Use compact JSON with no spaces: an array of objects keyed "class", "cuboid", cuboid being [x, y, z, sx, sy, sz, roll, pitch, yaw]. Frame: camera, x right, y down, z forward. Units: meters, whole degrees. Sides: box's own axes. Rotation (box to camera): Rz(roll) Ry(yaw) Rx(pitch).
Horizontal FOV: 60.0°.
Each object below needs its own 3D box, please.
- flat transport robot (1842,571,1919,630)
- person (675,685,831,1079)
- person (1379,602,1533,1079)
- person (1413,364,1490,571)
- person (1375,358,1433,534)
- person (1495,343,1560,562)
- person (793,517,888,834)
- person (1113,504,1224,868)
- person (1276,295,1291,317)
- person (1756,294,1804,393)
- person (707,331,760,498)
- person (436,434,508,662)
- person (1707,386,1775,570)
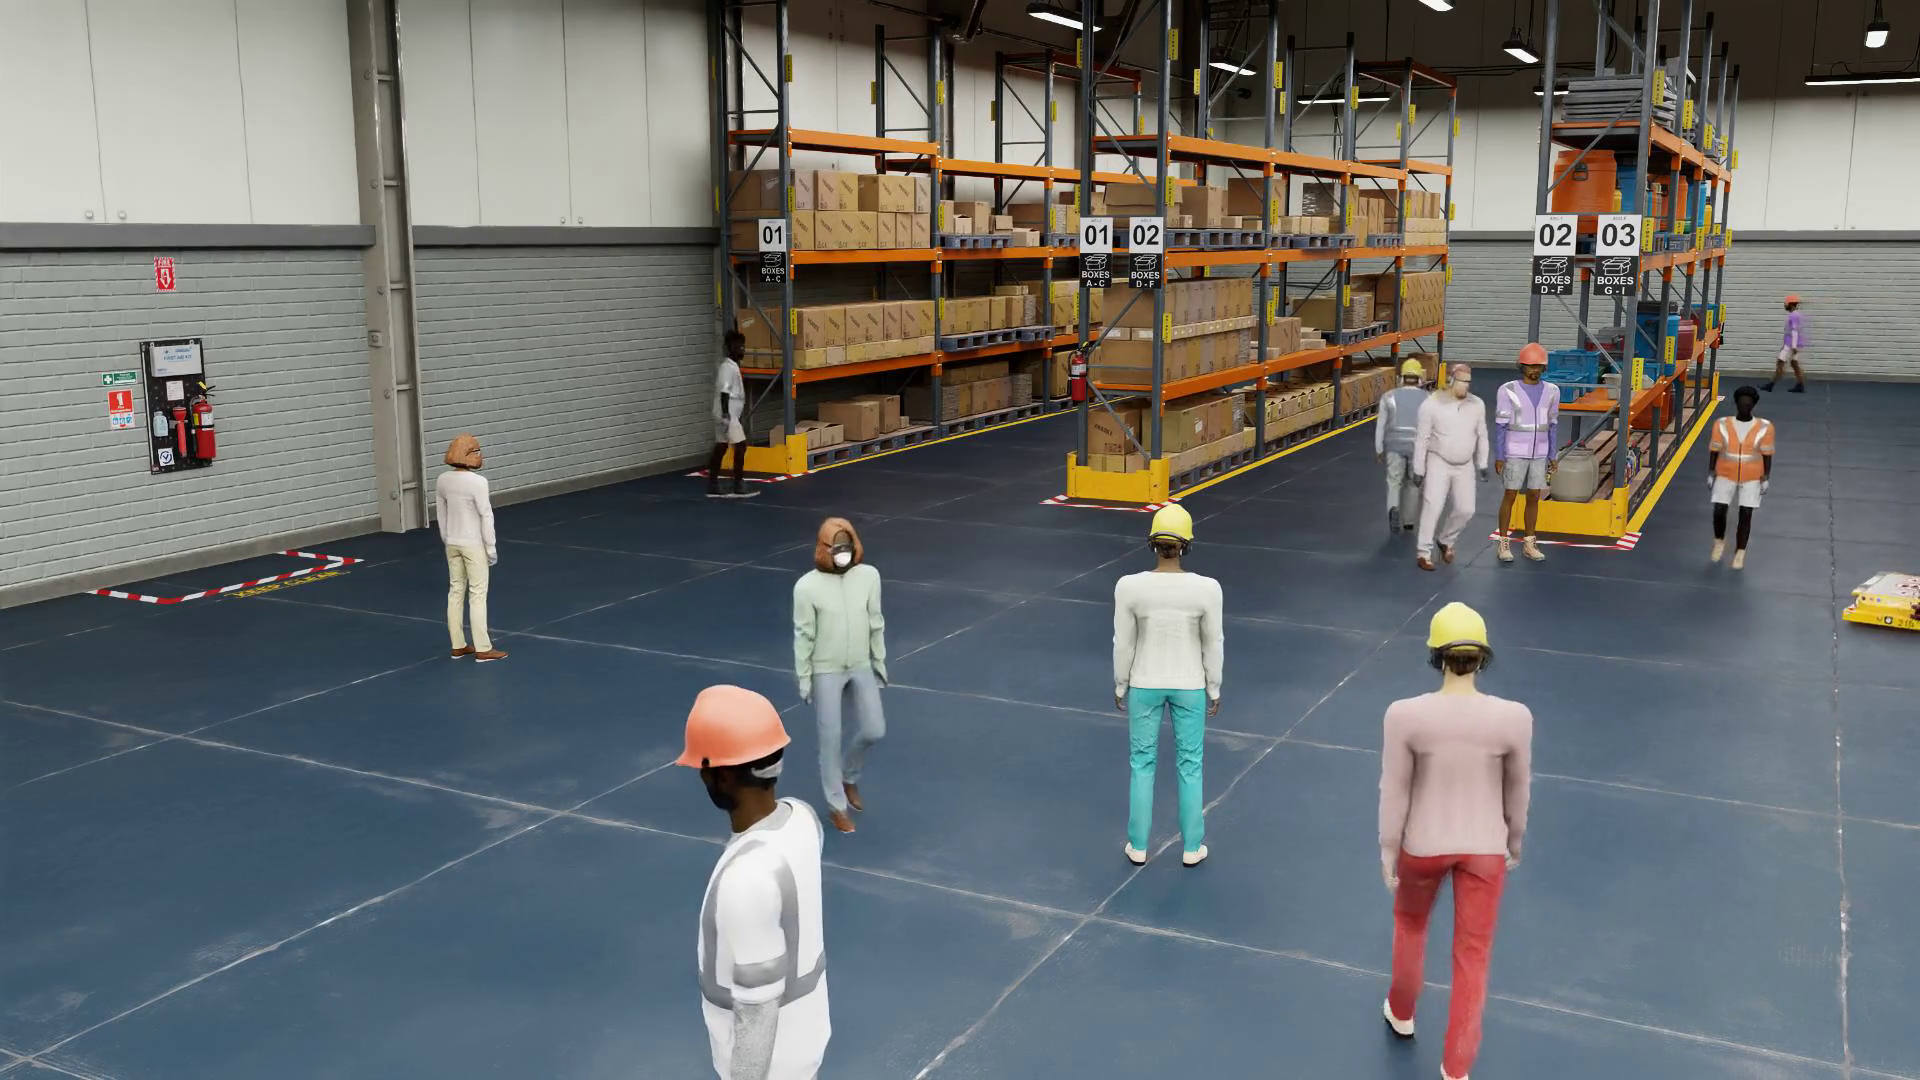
[{"class":"flat transport robot","cuboid":[7.598,0.477,13.317,0.652,0.197,1.431,9,13,39]},{"class":"person","cuboid":[-0.526,1.309,4.253,0.375,1.930,0.542,1,10,7]},{"class":"person","cuboid":[1.783,1.077,6.053,0.530,1.741,0.768,2,11,12]},{"class":"person","cuboid":[4.449,-0.662,15.122,0.659,1.883,0.472,-2,11,-10]},{"class":"person","cuboid":[4.508,-0.928,16.817,0.619,1.805,0.715,3,11,16]},{"class":"person","cuboid":[5.286,-0.809,15.493,0.614,2.042,0.373,-1,10,-7]},{"class":"person","cuboid":[-0.599,0.684,8.482,0.532,1.621,0.341,-6,12,-30]},{"class":"person","cuboid":[0.998,0.704,7.999,0.531,1.768,0.311,1,10,8]},{"class":"person","cuboid":[7.664,-4.981,39.358,0.498,1.634,0.281,-5,11,-25]},{"class":"person","cuboid":[15.945,-3.790,32.161,0.929,1.891,0.567,6,12,28]},{"class":"person","cuboid":[-2.638,-1.452,19.315,0.713,1.923,0.639,-2,11,-11]},{"class":"person","cuboid":[-3.511,0.056,11.892,0.497,1.634,0.279,6,12,29]},{"class":"person","cuboid":[7.086,-0.564,15.127,0.551,1.684,0.359,5,12,26]}]
